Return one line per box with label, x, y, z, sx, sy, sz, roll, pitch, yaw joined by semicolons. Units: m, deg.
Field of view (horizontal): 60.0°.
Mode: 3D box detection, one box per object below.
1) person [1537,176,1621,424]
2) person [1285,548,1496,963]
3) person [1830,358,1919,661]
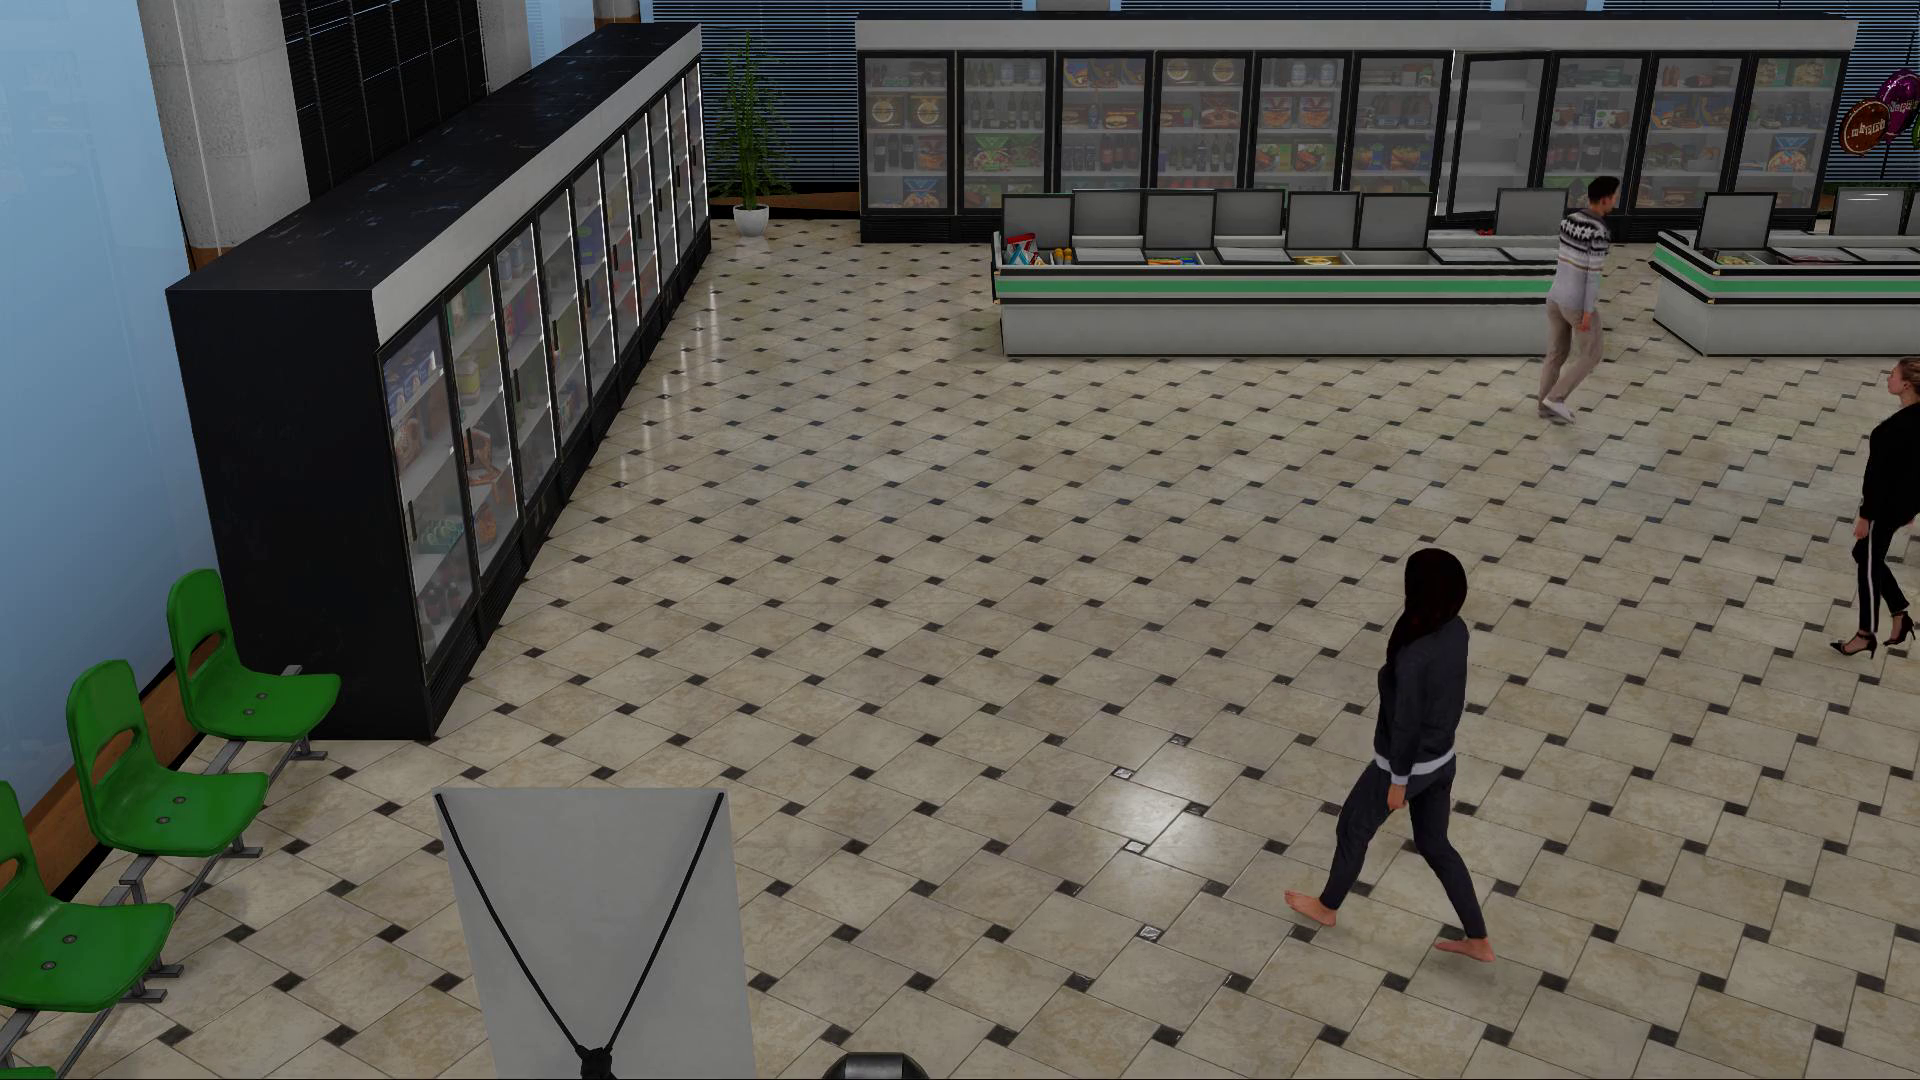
person;4.453;-1.756;12.280;0.789;1.843;0.798;-8;25;-17
person;1.823;0.883;6.393;1.090;1.727;1.149;-21;32;-40
person;4.944;-0.111;8.705;0.777;1.694;0.841;-19;30;-36
